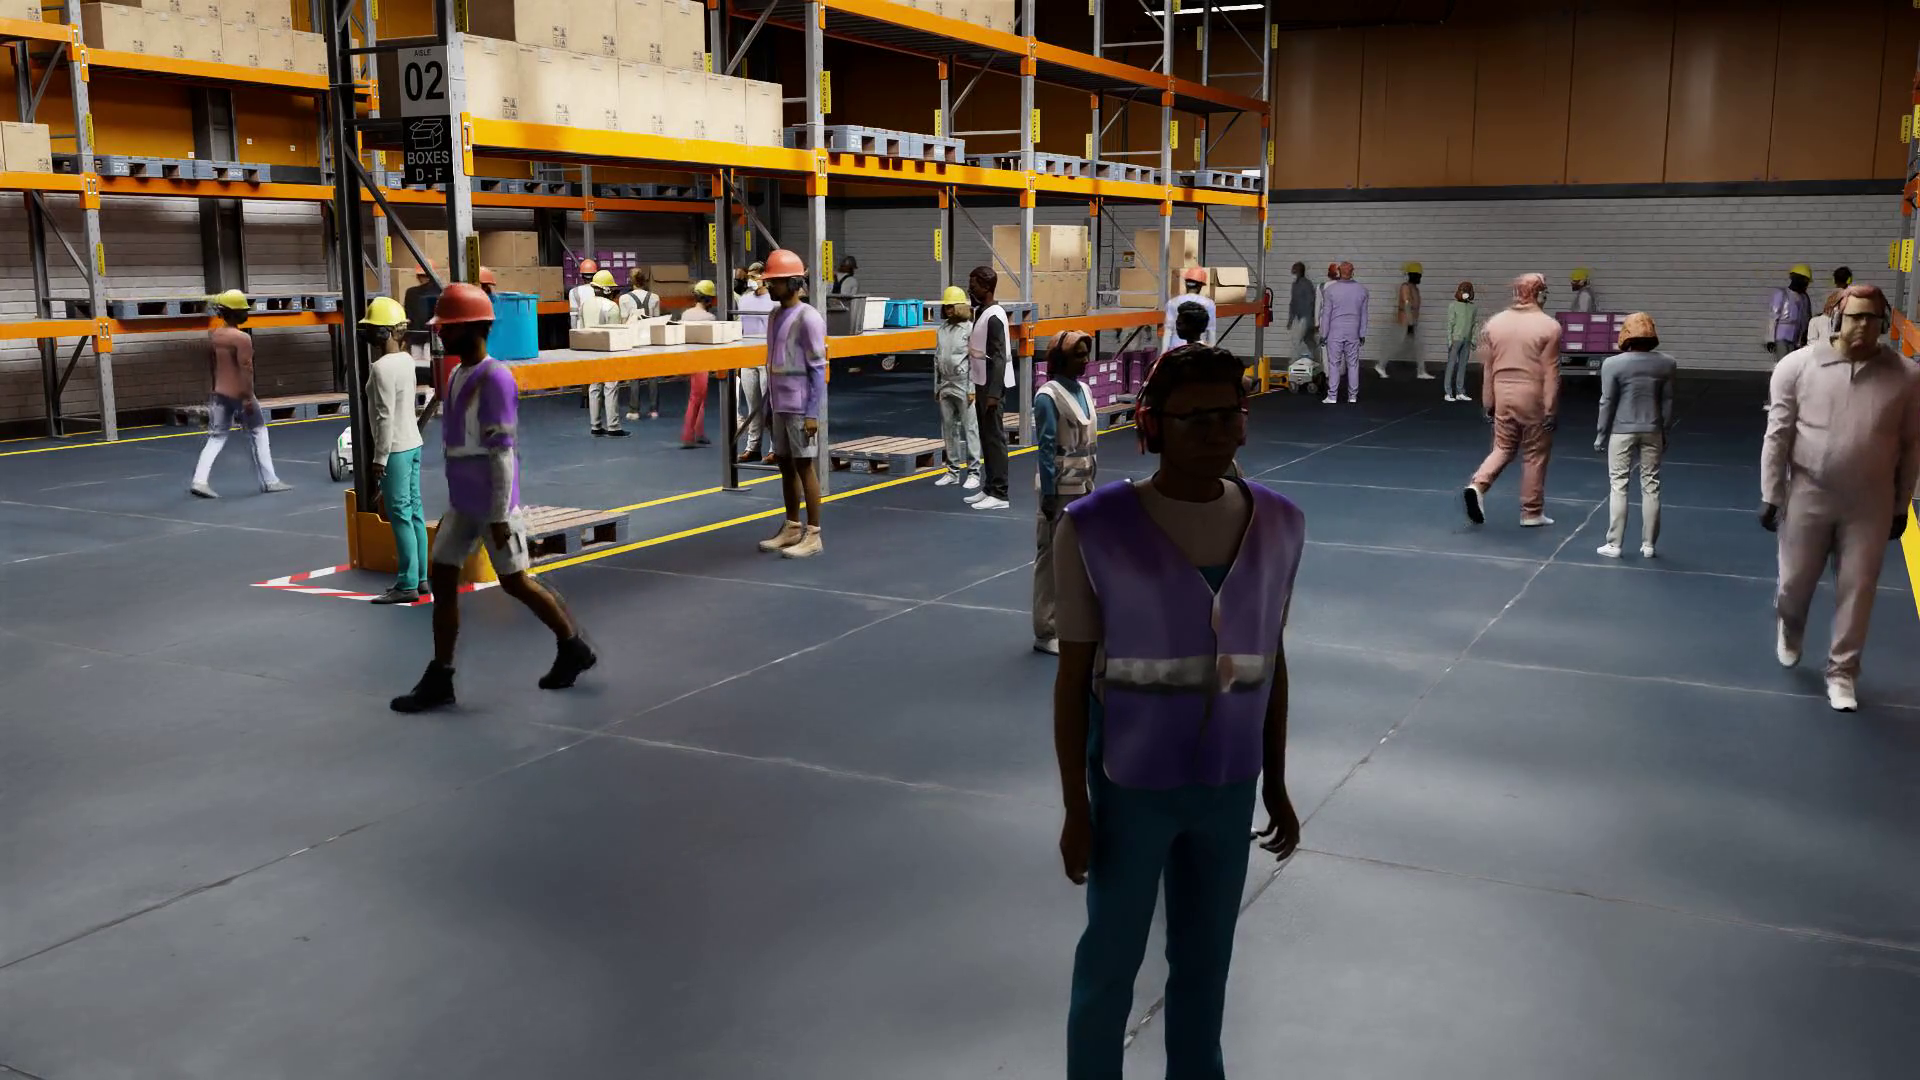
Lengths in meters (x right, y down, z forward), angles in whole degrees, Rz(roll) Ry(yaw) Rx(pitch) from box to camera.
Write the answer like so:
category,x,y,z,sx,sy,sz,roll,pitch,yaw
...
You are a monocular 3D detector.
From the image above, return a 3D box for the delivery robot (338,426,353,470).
category,x,y,z,sx,sy,sz,roll,pitch,yaw
delivery robot,-5.396,-0.880,14.993,0.477,0.478,0.707,-2,10,-14

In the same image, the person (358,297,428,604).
category,x,y,z,sx,sy,sz,roll,pitch,yaw
person,-3.287,-0.515,9.646,0.309,1.772,0.525,0,10,-2

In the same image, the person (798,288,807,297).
category,x,y,z,sx,sy,sz,roll,pitch,yaw
person,-1.737,-1.979,18.496,0.311,1.638,0.521,-5,11,-27

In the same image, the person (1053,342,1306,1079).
category,x,y,z,sx,sy,sz,roll,pitch,yaw
person,0.447,0.512,3.470,0.565,1.847,0.396,-4,11,-23

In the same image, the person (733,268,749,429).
category,x,y,z,sx,sy,sz,roll,pitch,yaw
person,-2.573,-2.214,19.268,0.430,1.845,0.619,0,10,1

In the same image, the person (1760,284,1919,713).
category,x,y,z,sx,sy,sz,roll,pitch,yaw
person,3.982,-0.214,7.548,0.655,1.889,0.712,4,10,20

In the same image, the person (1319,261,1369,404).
category,x,y,z,sx,sy,sz,roll,pitch,yaw
person,5.126,-2.767,22.280,0.653,1.906,0.408,-2,10,-9

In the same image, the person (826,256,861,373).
category,x,y,z,sx,sy,sz,roll,pitch,yaw
person,-2.017,-3.839,28.098,0.704,2.000,0.747,6,11,30

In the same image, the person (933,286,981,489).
category,x,y,z,sx,sy,sz,roll,pitch,yaw
person,-0.036,-1.312,14.350,0.485,1.737,0.346,8,13,40

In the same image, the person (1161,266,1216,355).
category,x,y,z,sx,sy,sz,roll,pitch,yaw
person,2.463,-2.011,18.007,0.590,1.877,1.020,3,10,18

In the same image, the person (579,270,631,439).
category,x,y,z,sx,sy,sz,roll,pitch,yaw
person,-3.873,-2.022,18.178,0.600,1.831,0.404,7,12,36

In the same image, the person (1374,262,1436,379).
category,x,y,z,sx,sy,sz,roll,pitch,yaw
person,7.175,-3.531,26.774,0.948,1.889,0.586,8,12,38

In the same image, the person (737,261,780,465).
category,x,y,z,sx,sy,sz,roll,pitch,yaw
person,-1.903,-1.692,15.966,0.628,1.940,0.373,7,12,34

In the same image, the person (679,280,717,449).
category,x,y,z,sx,sy,sz,roll,pitch,yaw
person,-2.656,-1.816,17.243,0.626,1.737,0.544,-9,13,-42

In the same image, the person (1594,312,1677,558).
category,x,y,z,sx,sy,sz,roll,pitch,yaw
person,4.479,-0.691,11.052,0.498,1.633,0.280,0,10,1

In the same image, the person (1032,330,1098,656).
category,x,y,z,sx,sy,sz,roll,pitch,yaw
person,0.535,-0.244,8.446,0.307,1.639,0.525,5,11,28

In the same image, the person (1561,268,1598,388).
category,x,y,z,sx,sy,sz,roll,pitch,yaw
person,9.242,-3.161,24.895,0.747,1.790,0.642,4,11,22

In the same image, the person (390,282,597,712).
category,x,y,z,sx,sy,sz,roll,pitch,yaw
person,-2.110,-0.206,7.487,0.954,1.898,0.554,-8,13,-40

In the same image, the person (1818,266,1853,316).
category,x,y,z,sx,sy,sz,roll,pitch,yaw
person,11.160,-2.541,21.152,0.446,1.852,0.506,-8,12,-38

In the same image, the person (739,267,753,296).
category,x,y,z,sx,sy,sz,roll,pitch,yaw
person,-3.485,-3.499,26.838,0.629,1.808,0.899,3,10,18

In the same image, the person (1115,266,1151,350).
category,x,y,z,sx,sy,sz,roll,pitch,yaw
person,2.517,-3.097,24.426,0.529,1.838,0.856,6,12,32

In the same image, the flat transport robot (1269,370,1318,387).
category,x,y,z,sx,sy,sz,roll,pitch,yaw
flat transport robot,4.714,-2.464,25.256,1.431,0.197,0.652,10,14,44

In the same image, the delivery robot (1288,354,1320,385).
category,x,y,z,sx,sy,sz,roll,pitch,yaw
delivery robot,4.997,-2.455,24.112,0.477,0.478,0.707,4,11,23

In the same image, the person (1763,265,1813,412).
category,x,y,z,sx,sy,sz,roll,pitch,yaw
person,10.493,-2.522,20.976,0.663,1.866,0.595,-6,11,-29

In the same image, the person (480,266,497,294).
category,x,y,z,sx,sy,sz,roll,pitch,yaw
person,-4.751,-1.732,16.337,0.545,1.902,0.921,7,12,36

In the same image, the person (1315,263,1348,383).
category,x,y,z,sx,sy,sz,roll,pitch,yaw
person,5.861,-3.398,26.093,0.586,1.845,0.924,3,10,18

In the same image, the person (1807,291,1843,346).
category,x,y,z,sx,sy,sz,roll,pitch,yaw
person,9.203,-1.814,17.584,0.498,1.629,0.276,4,10,20

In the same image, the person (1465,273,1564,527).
category,x,y,z,sx,sy,sz,roll,pitch,yaw
person,4.078,-1.007,12.167,0.737,1.886,0.649,-7,12,-35

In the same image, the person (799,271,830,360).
category,x,y,z,sx,sy,sz,roll,pitch,yaw
person,-1.780,-2.163,18.974,0.619,1.845,0.430,1,10,4

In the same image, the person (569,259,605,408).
category,x,y,z,sx,sy,sz,roll,pitch,yaw
person,-4.800,-2.680,21.678,0.544,1.943,0.347,-2,10,-11

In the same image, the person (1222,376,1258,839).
category,x,y,z,sx,sy,sz,roll,pitch,yaw
person,0.858,0.214,5.801,0.310,1.640,0.514,-2,10,-11

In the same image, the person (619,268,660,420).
category,x,y,z,sx,sy,sz,roll,pitch,yaw
person,-3.891,-2.380,20.230,0.530,1.842,0.359,-5,11,-28

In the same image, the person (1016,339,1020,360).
category,x,y,z,sx,sy,sz,roll,pitch,yaw
person,0.966,-4.342,31.311,0.628,1.940,0.373,-2,10,-12

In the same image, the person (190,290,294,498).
category,x,y,z,sx,sy,sz,roll,pitch,yaw
person,-6.040,-1.211,13.804,0.529,1.724,0.880,6,11,31

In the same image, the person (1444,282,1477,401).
category,x,y,z,sx,sy,sz,roll,pitch,yaw
person,6.861,-2.712,22.757,0.501,1.632,0.286,-5,11,-25

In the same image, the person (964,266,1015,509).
category,x,y,z,sx,sy,sz,roll,pitch,yaw
person,0.242,-1.205,13.208,0.372,1.916,0.597,-2,10,-9

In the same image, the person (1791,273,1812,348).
category,x,y,z,sx,sy,sz,roll,pitch,yaw
person,11.575,-2.857,23.048,0.588,1.822,0.403,-7,12,-35

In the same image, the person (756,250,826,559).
category,x,y,z,sx,sy,sz,roll,pitch,yaw
person,-1.140,-0.894,11.046,0.391,2.040,0.614,-7,12,-35

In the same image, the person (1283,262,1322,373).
category,x,y,z,sx,sy,sz,roll,pitch,yaw
person,5.550,-3.551,26.977,0.899,1.867,0.650,-1,10,-6

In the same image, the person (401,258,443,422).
category,x,y,z,sx,sy,sz,roll,pitch,yaw
person,-6.414,-2.423,20.102,0.633,1.970,0.852,4,10,21

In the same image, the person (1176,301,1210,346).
category,x,y,z,sx,sy,sz,roll,pitch,yaw
person,1.638,-0.791,11.464,0.341,1.694,0.634,3,10,14
